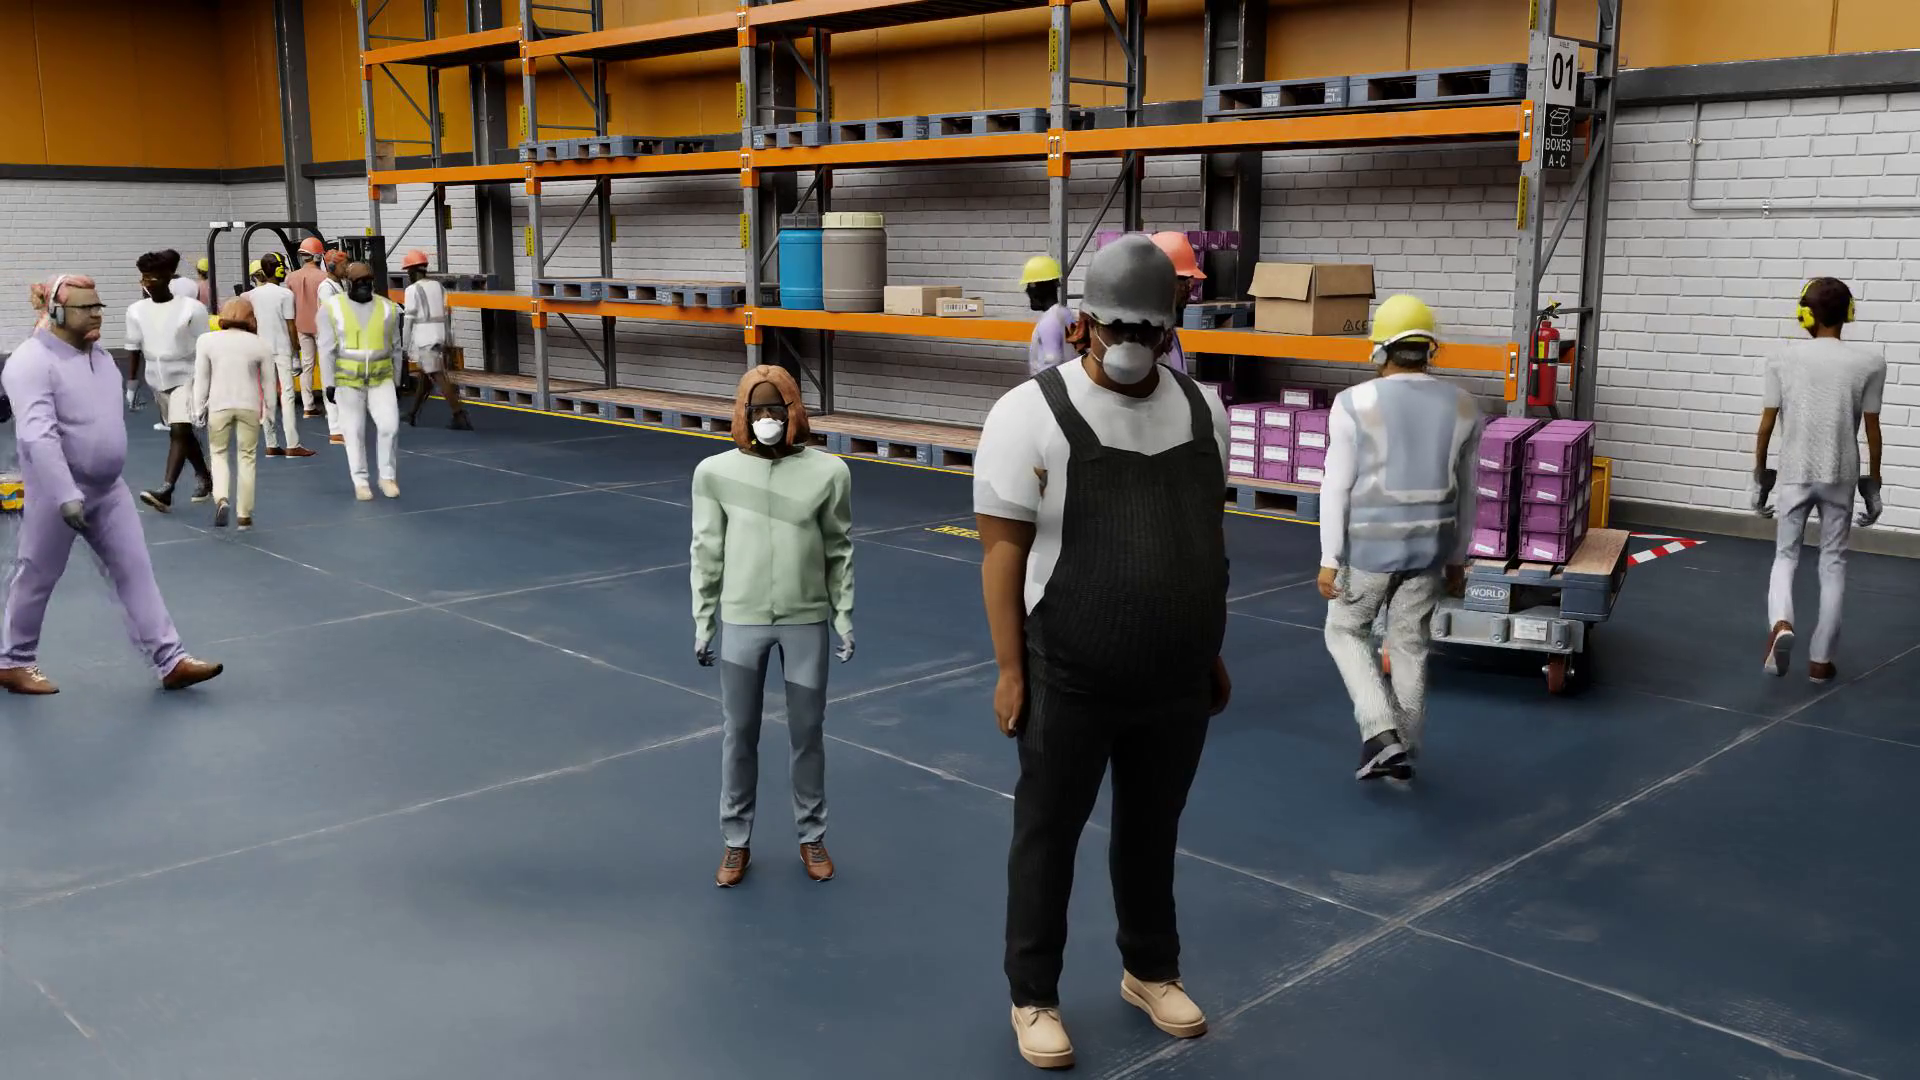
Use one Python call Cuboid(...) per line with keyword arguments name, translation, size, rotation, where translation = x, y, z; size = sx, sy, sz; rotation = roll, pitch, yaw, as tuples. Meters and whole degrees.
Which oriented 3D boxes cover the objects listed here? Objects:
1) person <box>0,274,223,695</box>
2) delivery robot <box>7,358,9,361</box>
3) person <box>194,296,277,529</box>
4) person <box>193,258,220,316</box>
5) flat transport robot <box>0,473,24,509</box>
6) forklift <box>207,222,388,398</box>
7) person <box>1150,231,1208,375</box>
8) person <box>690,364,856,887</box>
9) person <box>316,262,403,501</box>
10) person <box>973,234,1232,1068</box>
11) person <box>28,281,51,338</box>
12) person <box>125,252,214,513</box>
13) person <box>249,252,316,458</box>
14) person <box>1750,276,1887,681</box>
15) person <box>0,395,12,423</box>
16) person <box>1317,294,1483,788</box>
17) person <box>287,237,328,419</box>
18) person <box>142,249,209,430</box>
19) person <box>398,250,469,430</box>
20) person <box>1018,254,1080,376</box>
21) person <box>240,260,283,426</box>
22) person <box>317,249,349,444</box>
Cuboid(name="person", translation=(-3.830, -0.221, 7.272), size=(1.021, 1.853, 0.657), rotation=(2, 11, 13))
Cuboid(name="delivery robot", translation=(-12.366, -2.349, 22.150), size=(0.477, 0.478, 0.707), rotation=(0, 10, -2))
Cuboid(name="person", translation=(-4.969, -0.868, 11.433), size=(0.532, 1.607, 0.453), rotation=(-4, 11, -20))
Cuboid(name="person", translation=(-9.792, -2.759, 21.497), size=(0.593, 1.742, 0.406), rotation=(7, 13, 35))
Cuboid(name="flat transport robot", translation=(-7.479, -0.344, 12.249), size=(1.431, 0.197, 0.652), rotation=(-4, 11, -22))
Cuboid(name="forklift", translation=(-8.169, -2.758, 20.163), size=(2.313, 2.155, 1.214), rotation=(-10, 14, -44))
Cuboid(name="person", translation=(0.876, -0.331, 7.365), size=(0.401, 2.038, 0.603), rotation=(3, 11, 16))
Cuboid(name="person", translation=(-0.578, 0.269, 5.186), size=(0.509, 1.632, 0.268), rotation=(-2, 11, -9))
Cuboid(name="person", translation=(-4.542, -1.198, 12.667), size=(0.627, 1.819, 0.501), rotation=(-6, 12, -29))
Cuboid(name="person", translation=(0.403, 0.270, 4.070), size=(0.685, 2.000, 0.535), rotation=(-5, 11, -23))
Cuboid(name="person", translation=(-7.602, -1.340, 13.948), size=(0.307, 1.641, 0.512), rotation=(-8, 13, -36))
Cuboid(name="person", translation=(-5.857, -1.171, 12.305), size=(0.609, 1.894, 1.078), rotation=(1, 10, 8))
Cuboid(name="person", translation=(-6.221, -1.681, 15.177), size=(0.517, 1.873, 0.334), rotation=(4, 11, 22))
Cuboid(name="person", translation=(3.845, -0.249, 7.456), size=(0.534, 1.843, 0.540), rotation=(6, 12, 30))
Cuboid(name="person", translation=(-10.330, -2.048, 17.124), size=(0.558, 1.898, 0.793), rotation=(8, 13, 37))
Cuboid(name="person", translation=(1.579, 0.021, 6.043), size=(0.619, 1.815, 0.419), rotation=(-2, 11, -11))
Cuboid(name="person", translation=(-7.118, -2.335, 18.405), size=(0.612, 1.995, 0.379), rotation=(3, 11, 16))
Cuboid(name="person", translation=(-8.095, -2.061, 17.216), size=(0.686, 1.888, 0.612), rotation=(7, 13, 35))
Cuboid(name="person", translation=(-5.571, -2.080, 17.358), size=(1.038, 1.870, 0.556), rotation=(4, 11, 19))
Cuboid(name="person", translation=(0.577, -0.870, 10.666), size=(0.402, 1.917, 0.629), rotation=(2, 11, 12))
Cuboid(name="person", translation=(-7.390, -2.092, 17.717), size=(0.522, 1.765, 0.317), rotation=(-9, 14, -40))
Cuboid(name="person", translation=(-6.067, -1.882, 16.228), size=(0.355, 1.887, 0.573), rotation=(-3, 11, -14))
